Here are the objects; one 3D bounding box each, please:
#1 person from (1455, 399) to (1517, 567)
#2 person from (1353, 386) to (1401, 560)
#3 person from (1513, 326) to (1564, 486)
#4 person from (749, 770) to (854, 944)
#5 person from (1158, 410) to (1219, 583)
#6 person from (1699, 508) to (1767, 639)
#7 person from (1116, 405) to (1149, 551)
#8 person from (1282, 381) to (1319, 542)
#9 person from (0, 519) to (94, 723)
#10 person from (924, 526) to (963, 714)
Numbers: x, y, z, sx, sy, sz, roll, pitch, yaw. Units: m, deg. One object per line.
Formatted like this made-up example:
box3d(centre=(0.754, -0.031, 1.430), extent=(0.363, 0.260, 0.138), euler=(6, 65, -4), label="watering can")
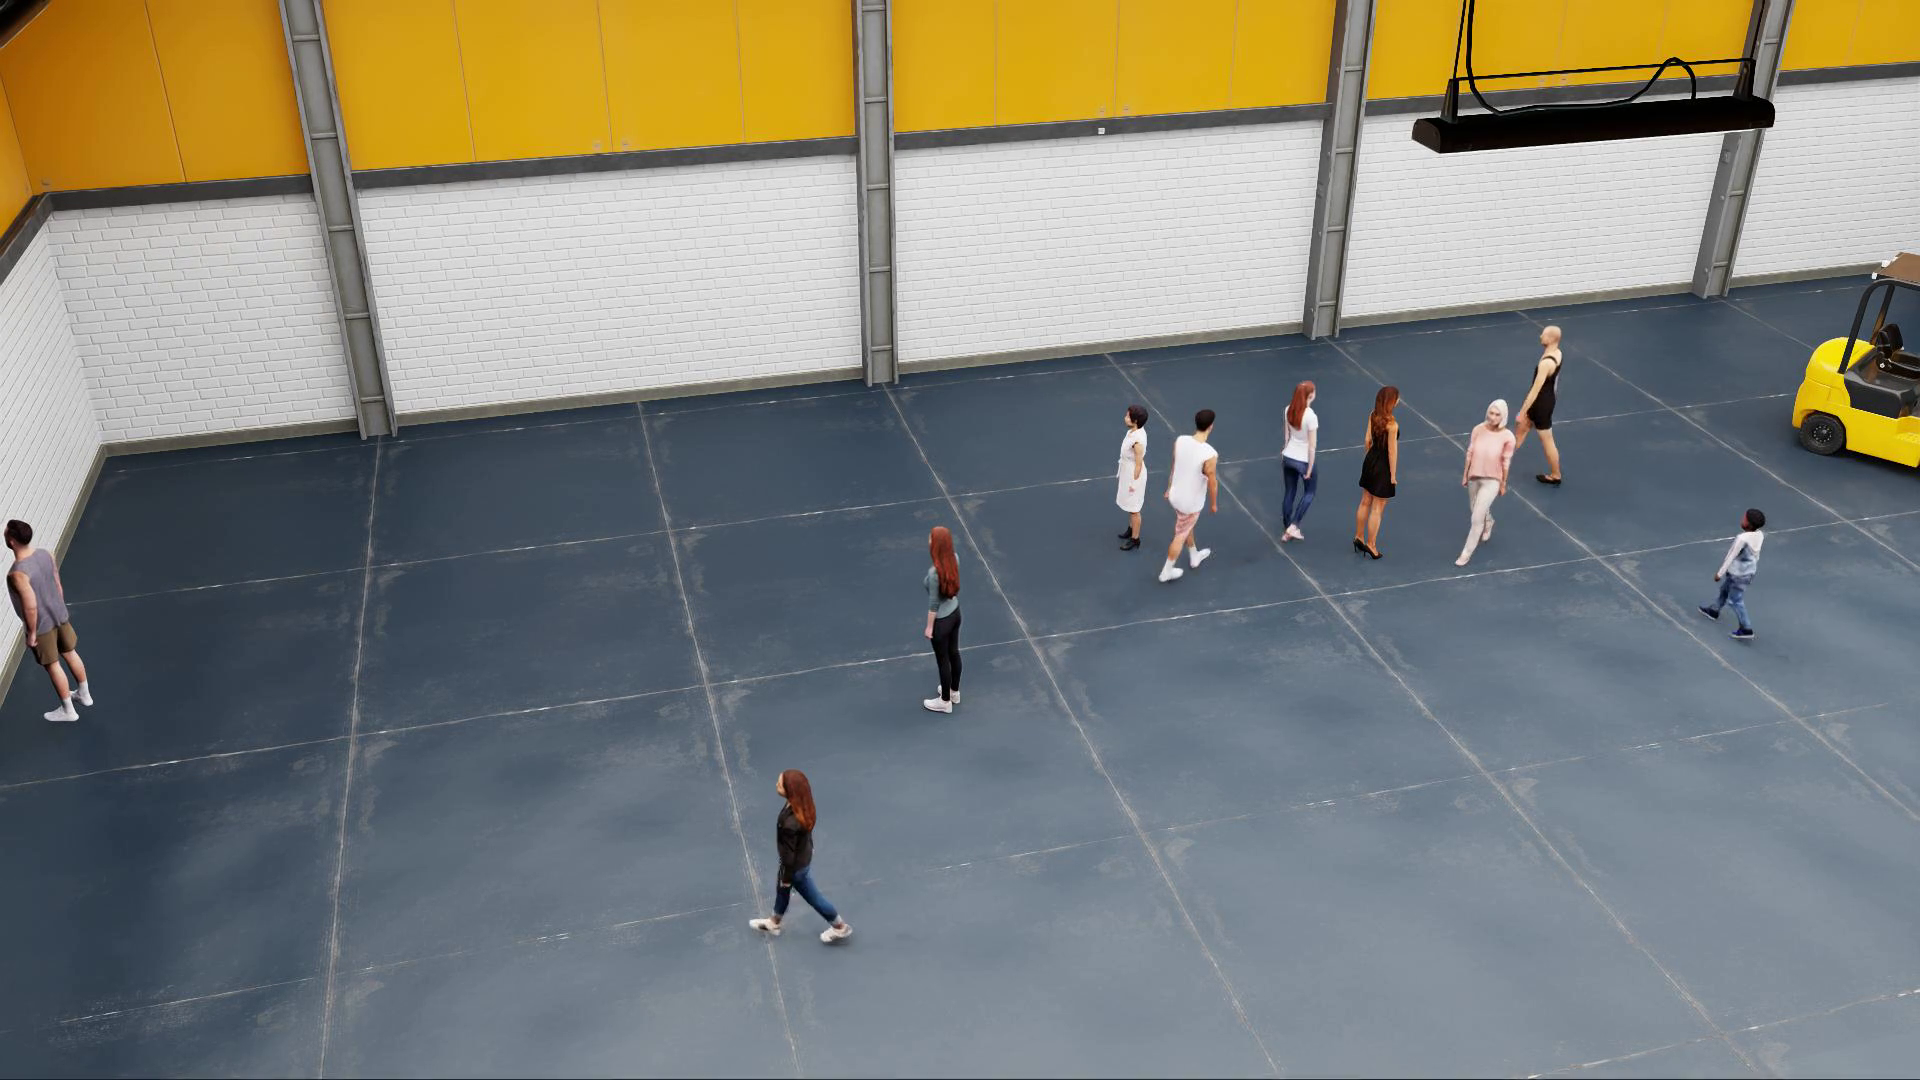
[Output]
box3d(centre=(5.237, -0.618, 16.504), extent=(0.990, 1.693, 1.176), euler=(23, 36, 36), label="person")
box3d(centre=(4.137, -0.673, 16.456), extent=(0.575, 1.834, 0.616), euler=(-13, 31, -22), label="person")
box3d(centre=(6.335, -1.392, 17.849), extent=(1.213, 1.765, 1.133), euler=(14, 32, 24), label="person")
box3d(centre=(-1.060, 2.226, 11.545), extent=(1.050, 1.449, 0.776), euler=(2, 29, 4), label="person")
box3d(centre=(2.124, -0.365, 16.000), extent=(1.064, 1.732, 0.884), euler=(-22, 36, -35), label="person")
box3d(centre=(7.193, 0.316, 15.258), extent=(0.858, 1.246, 0.710), euler=(-17, 33, -28), label="person")
box3d(centre=(1.744, -0.643, 16.693), extent=(0.608, 1.556, 0.621), euler=(1, 29, 2), label="person")
box3d(centre=(3.337, -0.752, 16.716), extent=(0.732, 1.724, 0.679), euler=(-25, 37, -38), label="person")
box3d(centre=(-7.541, 0.649, 13.698), extent=(0.718, 1.847, 0.715), euler=(5, 29, 8), label="person")
box3d(centre=(-0.141, 0.672, 14.088), extent=(0.726, 1.742, 0.659), euler=(17, 33, 28), label="person")
